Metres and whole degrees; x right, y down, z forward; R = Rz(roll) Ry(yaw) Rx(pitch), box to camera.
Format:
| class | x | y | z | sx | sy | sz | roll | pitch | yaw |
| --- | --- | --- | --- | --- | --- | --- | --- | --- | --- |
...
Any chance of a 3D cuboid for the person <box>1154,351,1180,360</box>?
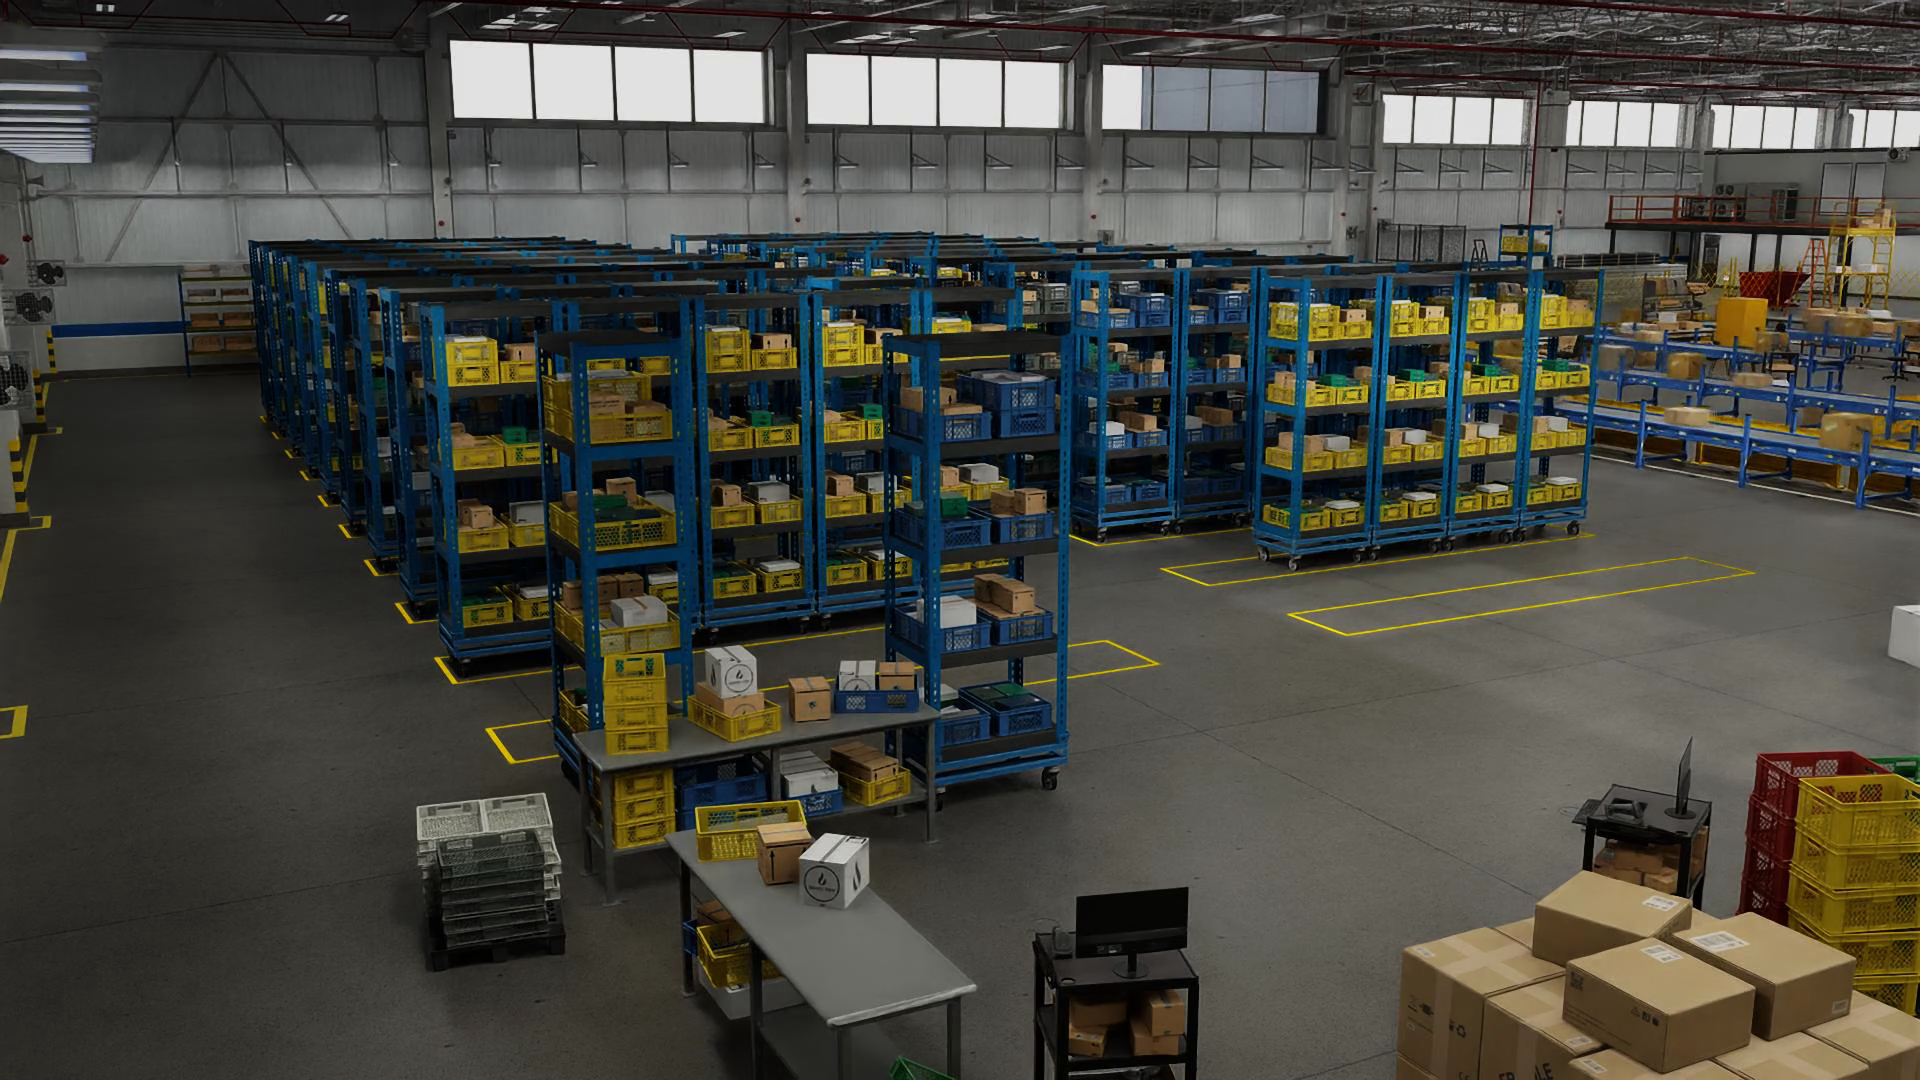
| class | x | y | z | sx | sy | sz | roll | pitch | yaw |
| --- | --- | --- | --- | --- | --- | --- | --- | --- | --- |
| person | 4.726 | -4.357 | 37.914 | 0.630 | 2.013 | 0.816 | 1 | 12 | 5 |

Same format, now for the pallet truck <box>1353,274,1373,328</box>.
| class | x | y | z | sx | sy | sz | roll | pitch | yaw |
| --- | --- | --- | --- | --- | --- | --- | --- | --- | --- |
| pallet truck | 13.011 | -8.050 | 55.243 | 0.823 | 1.965 | 1.885 | -7 | 14 | -28 |
